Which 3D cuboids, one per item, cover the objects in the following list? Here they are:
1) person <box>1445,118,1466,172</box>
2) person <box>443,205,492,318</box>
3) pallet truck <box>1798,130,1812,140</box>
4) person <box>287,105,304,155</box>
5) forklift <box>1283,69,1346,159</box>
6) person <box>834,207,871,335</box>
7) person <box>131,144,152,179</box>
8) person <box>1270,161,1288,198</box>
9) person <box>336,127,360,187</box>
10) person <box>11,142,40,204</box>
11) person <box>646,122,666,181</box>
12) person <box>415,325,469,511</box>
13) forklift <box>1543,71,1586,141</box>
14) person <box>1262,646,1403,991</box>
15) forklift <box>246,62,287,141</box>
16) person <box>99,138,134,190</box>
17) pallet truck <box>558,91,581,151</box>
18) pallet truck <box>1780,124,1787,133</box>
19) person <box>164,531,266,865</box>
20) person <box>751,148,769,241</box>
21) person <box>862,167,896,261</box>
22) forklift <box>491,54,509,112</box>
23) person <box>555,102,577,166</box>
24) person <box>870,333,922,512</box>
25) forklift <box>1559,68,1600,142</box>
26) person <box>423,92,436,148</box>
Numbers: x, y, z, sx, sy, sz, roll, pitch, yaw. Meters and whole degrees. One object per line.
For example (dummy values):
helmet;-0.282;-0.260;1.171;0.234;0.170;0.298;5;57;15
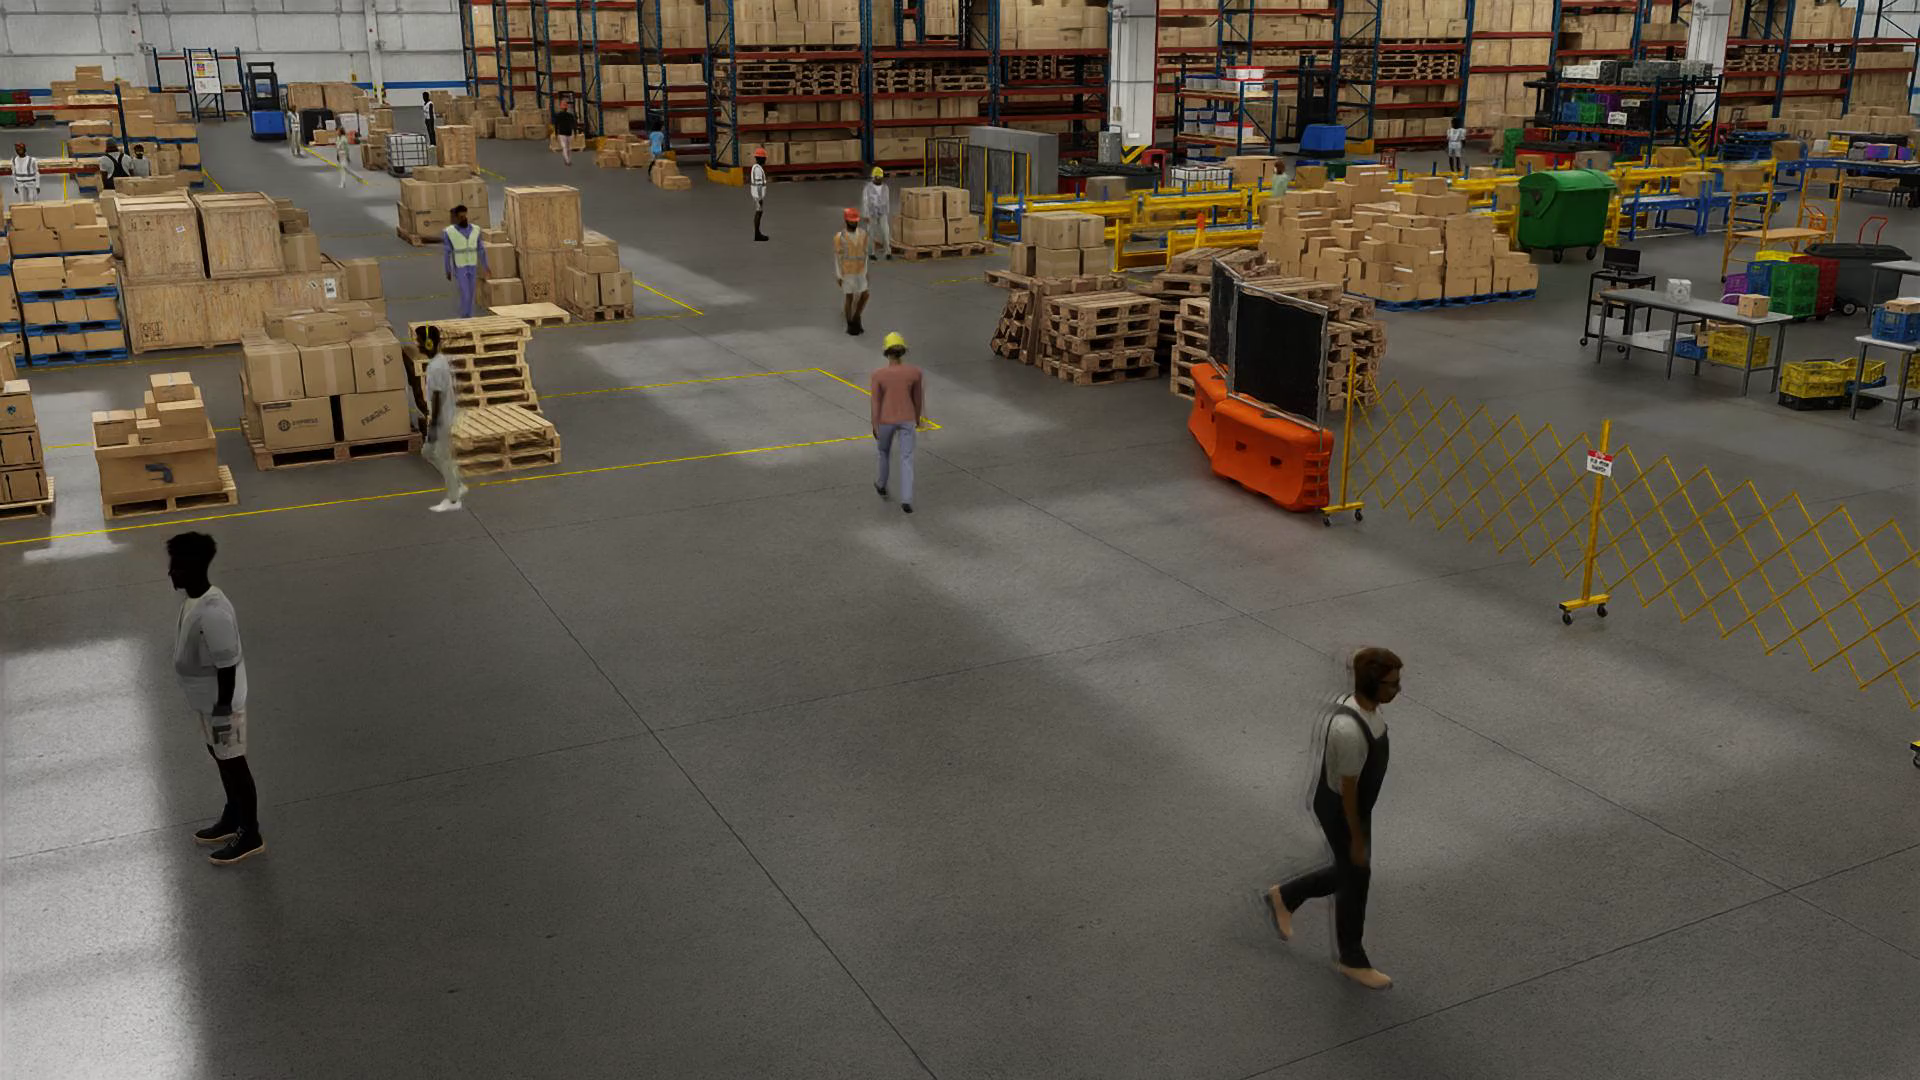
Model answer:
person;14.403;-11.350;48.196;0.672;1.674;0.318;14;22;37
person;-7.462;-4.136;25.318;0.792;1.887;0.609;17;24;42
pallet truck;25.526;-11.556;49.408;1.630;1.274;0.653;-9;20;-26
person;-22.173;-13.670;55.452;0.309;1.638;0.522;7;19;20
forklift;11.615;-13.871;54.079;1.129;2.768;1.873;-9;20;-27
person;-1.596;-4.018;24.903;0.579;1.920;0.420;-11;21;-30
person;-18.093;-7.826;36.874;0.335;1.865;0.519;12;21;32
person;6.858;-7.310;35.657;0.503;1.614;0.512;-9;20;-27
person;-16.855;-10.515;45.641;0.648;1.617;0.521;-15;23;-39
person;-20.773;-7.883;37.017;0.584;1.882;0.346;0;18;2
person;-8.616;-11.031;47.203;0.540;1.659;0.873;9;20;27
person;-5.082;-1.168;16.143;0.386;1.856;0.510;-5;19;-17
forklift;18.685;-13.231;52.085;1.873;2.768;1.129;-9;20;-26
person;1.875;1.358;8.325;0.678;1.822;0.510;10;21;30
forklift;-25.608;-16.177;61.268;1.129;2.768;1.873;-9;20;-26
person;-18.450;-7.773;36.421;0.673;2.000;0.536;-16;23;-40
pallet truck;-13.495;-14.412;57.188;0.823;1.965;1.885;-3;18;-9
pallet truck;25.206;-12.542;52.601;1.601;1.201;0.680;0;18;-2
person;-4.277;0.892;9.529;0.361;1.965;0.622;-13;22;-34
person;-4.207;-7.282;35.082;0.385;1.929;0.539;-3;18;-11
person;-1.563;-6.282;32.158;0.592;1.806;0.806;-9;20;-25
forklift;-19.651;-19.550;71.784;1.873;2.768;1.129;-9;20;-26
person;-12.234;-12.607;51.652;0.634;1.941;1.057;-9;20;-26
person;-0.641;-1.189;16.411;0.535;1.724;0.903;-4;18;-11
forklift;20.327;-14.233;55.206;1.873;2.768;1.129;-9;20;-26
person;-18.639;-14.771;58.452;0.396;1.911;0.588;-13;22;-35
